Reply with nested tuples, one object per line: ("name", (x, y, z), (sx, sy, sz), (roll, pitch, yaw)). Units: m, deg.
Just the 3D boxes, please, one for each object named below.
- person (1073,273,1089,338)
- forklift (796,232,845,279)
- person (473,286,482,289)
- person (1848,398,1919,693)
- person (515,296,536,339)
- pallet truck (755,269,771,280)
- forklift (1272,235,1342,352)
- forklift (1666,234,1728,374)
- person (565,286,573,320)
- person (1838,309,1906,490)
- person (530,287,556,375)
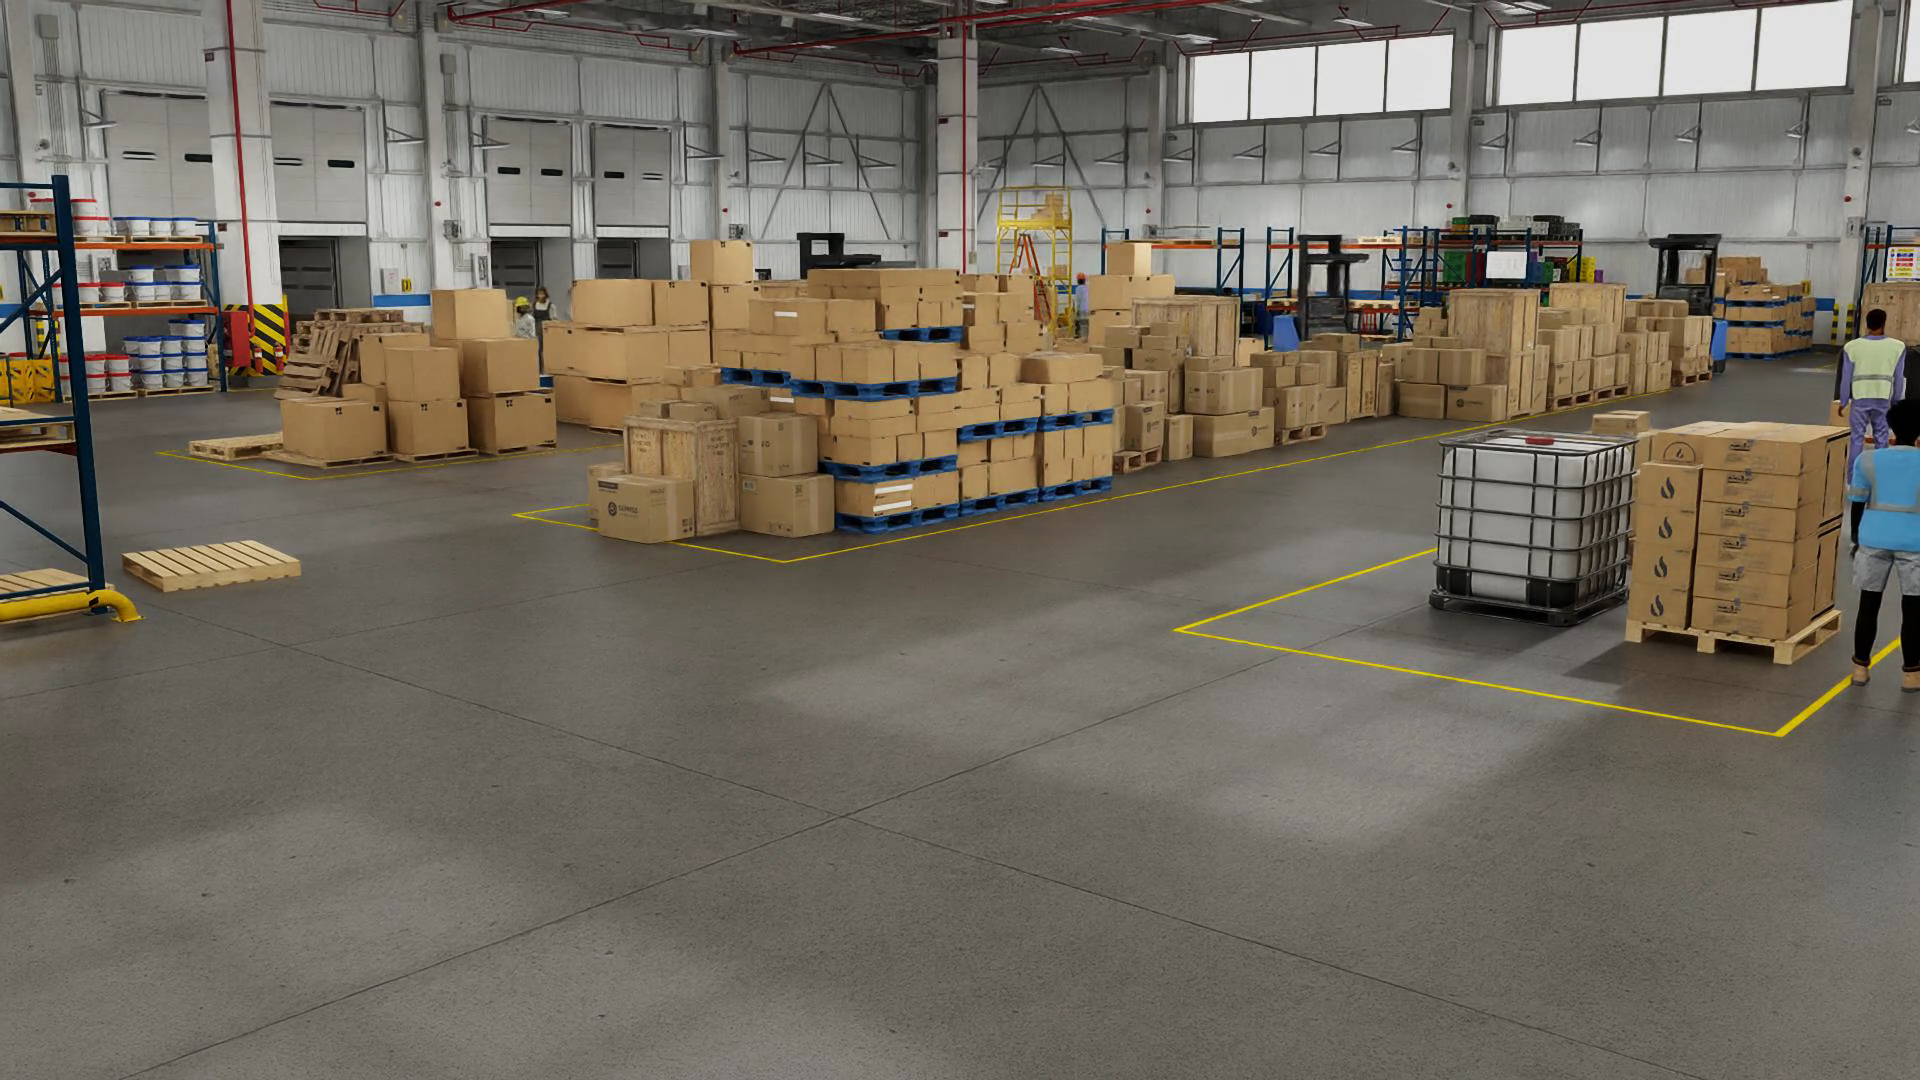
("person", (3.352, -6.280, 45.002), (0.555, 1.896, 0.980), (-7, 12, -35))
("forklift", (-2.550, -4.254, 30.610), (1.873, 2.768, 1.129), (8, 13, 40))
("person", (-7.908, -3.185, 27.250), (0.473, 1.922, 0.654), (-8, 13, -40))
("person", (5.398, 0.030, 9.584), (0.530, 1.698, 0.322), (9, 13, 40))
("person", (-7.522, -3.359, 28.834), (0.508, 1.719, 0.731), (9, 14, 43))
("pallet truck", (-4.996, -6.432, 45.525), (1.885, 1.965, 0.823), (-6, 12, -32))
("forklift", (7.583, -5.083, 35.333), (1.129, 2.768, 1.873), (-4, 11, -23))
("forklift", (14.502, -4.685, 33.066), (1.129, 2.768, 1.873), (8, 13, 40))
("person", (-6.442, -3.424, 28.674), (0.657, 1.904, 0.700), (6, 11, 29))
("person", (9.552, -1.459, 17.451), (0.587, 1.915, 0.394), (4, 11, 20))
("person", (-7.854, -3.831, 31.239), (0.545, 1.810, 0.879), (0, 10, 0))
